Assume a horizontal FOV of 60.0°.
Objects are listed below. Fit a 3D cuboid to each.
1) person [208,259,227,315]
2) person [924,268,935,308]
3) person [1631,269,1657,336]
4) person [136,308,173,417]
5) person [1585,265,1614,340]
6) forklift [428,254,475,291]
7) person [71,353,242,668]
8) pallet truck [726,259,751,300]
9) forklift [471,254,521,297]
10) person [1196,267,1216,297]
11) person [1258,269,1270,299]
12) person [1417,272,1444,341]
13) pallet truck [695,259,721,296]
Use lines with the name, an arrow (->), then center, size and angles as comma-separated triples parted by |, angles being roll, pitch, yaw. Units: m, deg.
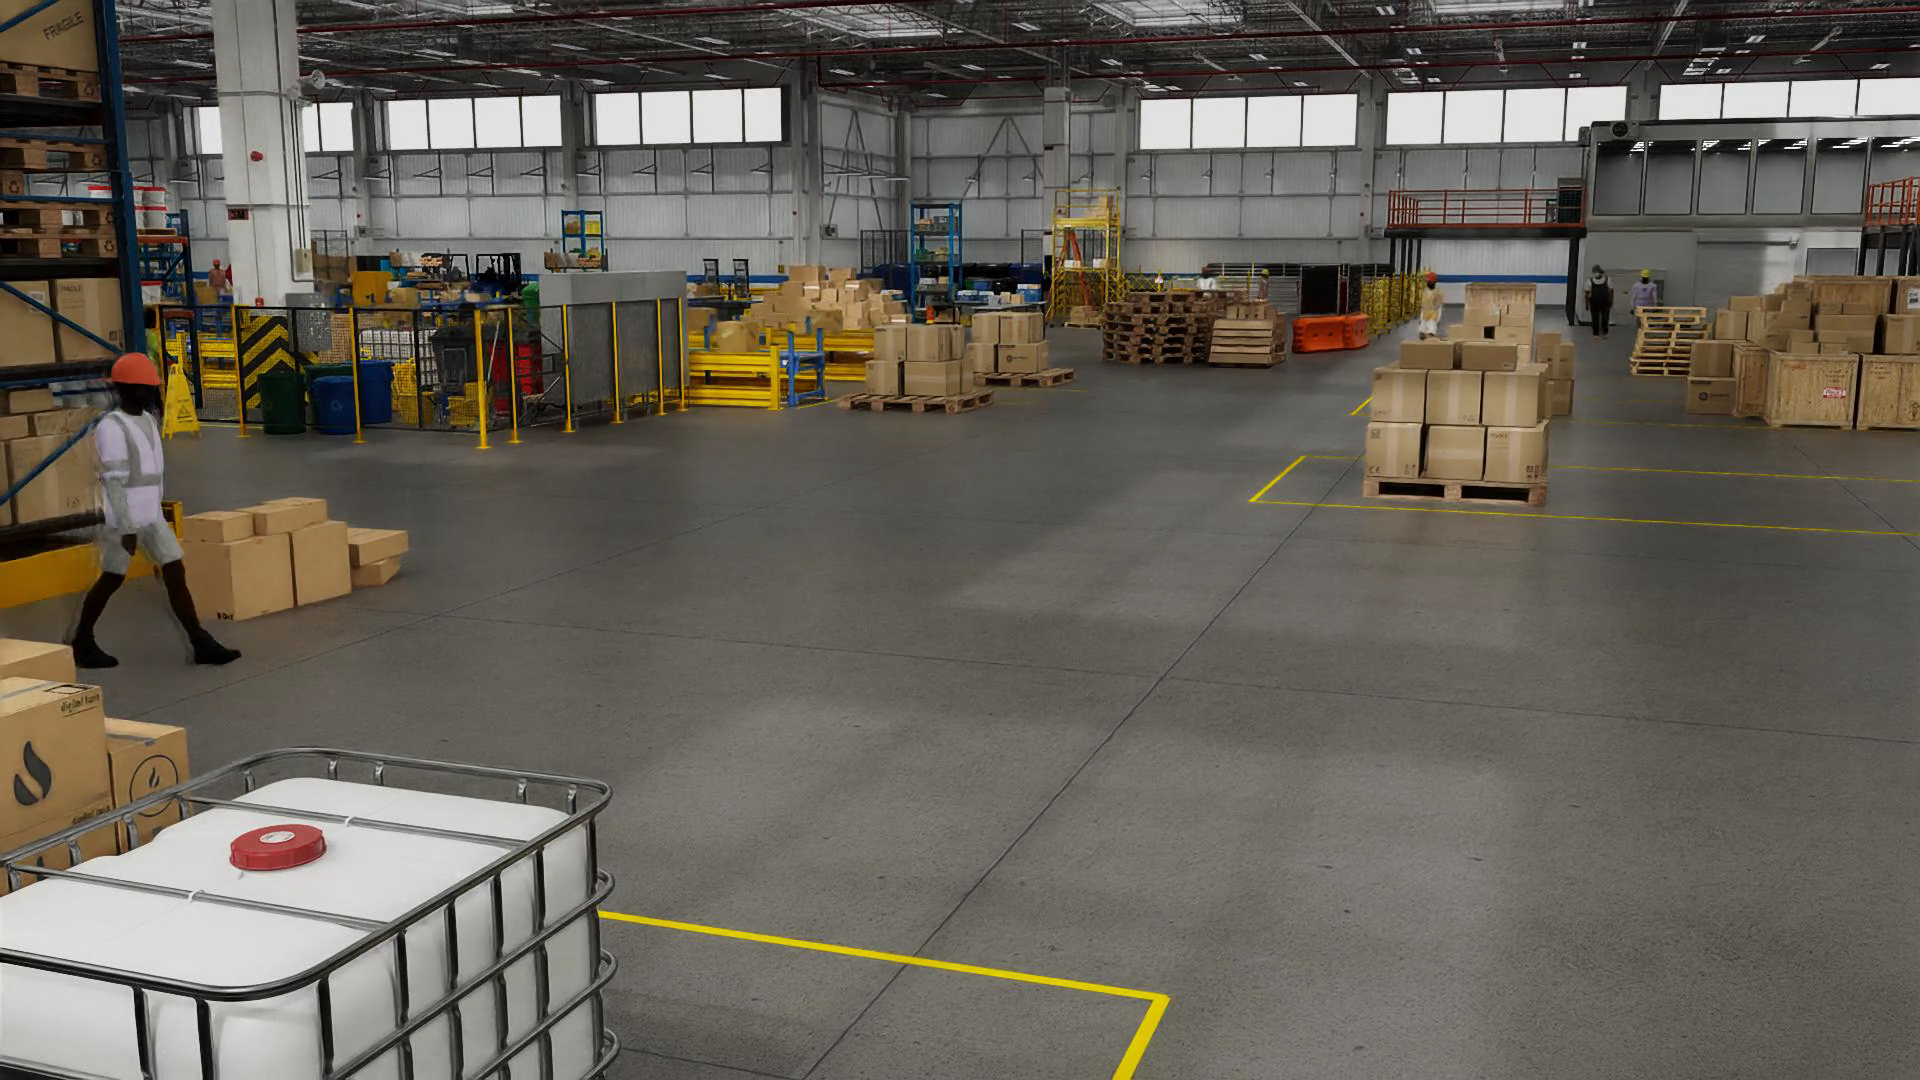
person -> -26.443, -9.005, 59.278 | 0.375, 1.995, 0.610 | 9, 14, 42
person -> -0.915, -7.101, 49.021 | 0.510, 1.842, 0.806 | 7, 12, 35
person -> 17.376, -5.937, 42.269 | 0.607, 1.897, 0.658 | 3, 10, 16
person -> -10.955, -2.312, 22.568 | 0.774, 1.641, 0.532 | -10, 14, -43
person -> 16.856, -6.295, 43.887 | 0.721, 2.000, 0.676 | 4, 11, 21
forklift -> -20.133, -10.254, 65.465 | 1.157, 1.987, 2.680 | 3, 11, 19
person -> -4.858, -0.159, 9.786 | 1.016, 1.887, 0.569 | 1, 10, 4
pallet truck -> -7.986, -9.493, 62.019 | 0.823, 1.965, 1.885 | 3, 11, 17
forklift -> -17.990, -10.121, 64.684 | 1.157, 1.987, 2.680 | 3, 11, 17
person -> 7.138, -6.977, 48.230 | 0.585, 1.870, 0.646 | 4, 11, 19
person -> 9.286, -7.393, 50.871 | 0.337, 1.757, 0.519 | -2, 10, -13
person -> 9.974, -4.711, 35.281 | 0.424, 1.927, 0.563 | -7, 12, -33
pallet truck -> -9.165, -9.627, 62.776 | 0.823, 1.965, 1.885 | 4, 11, 23
